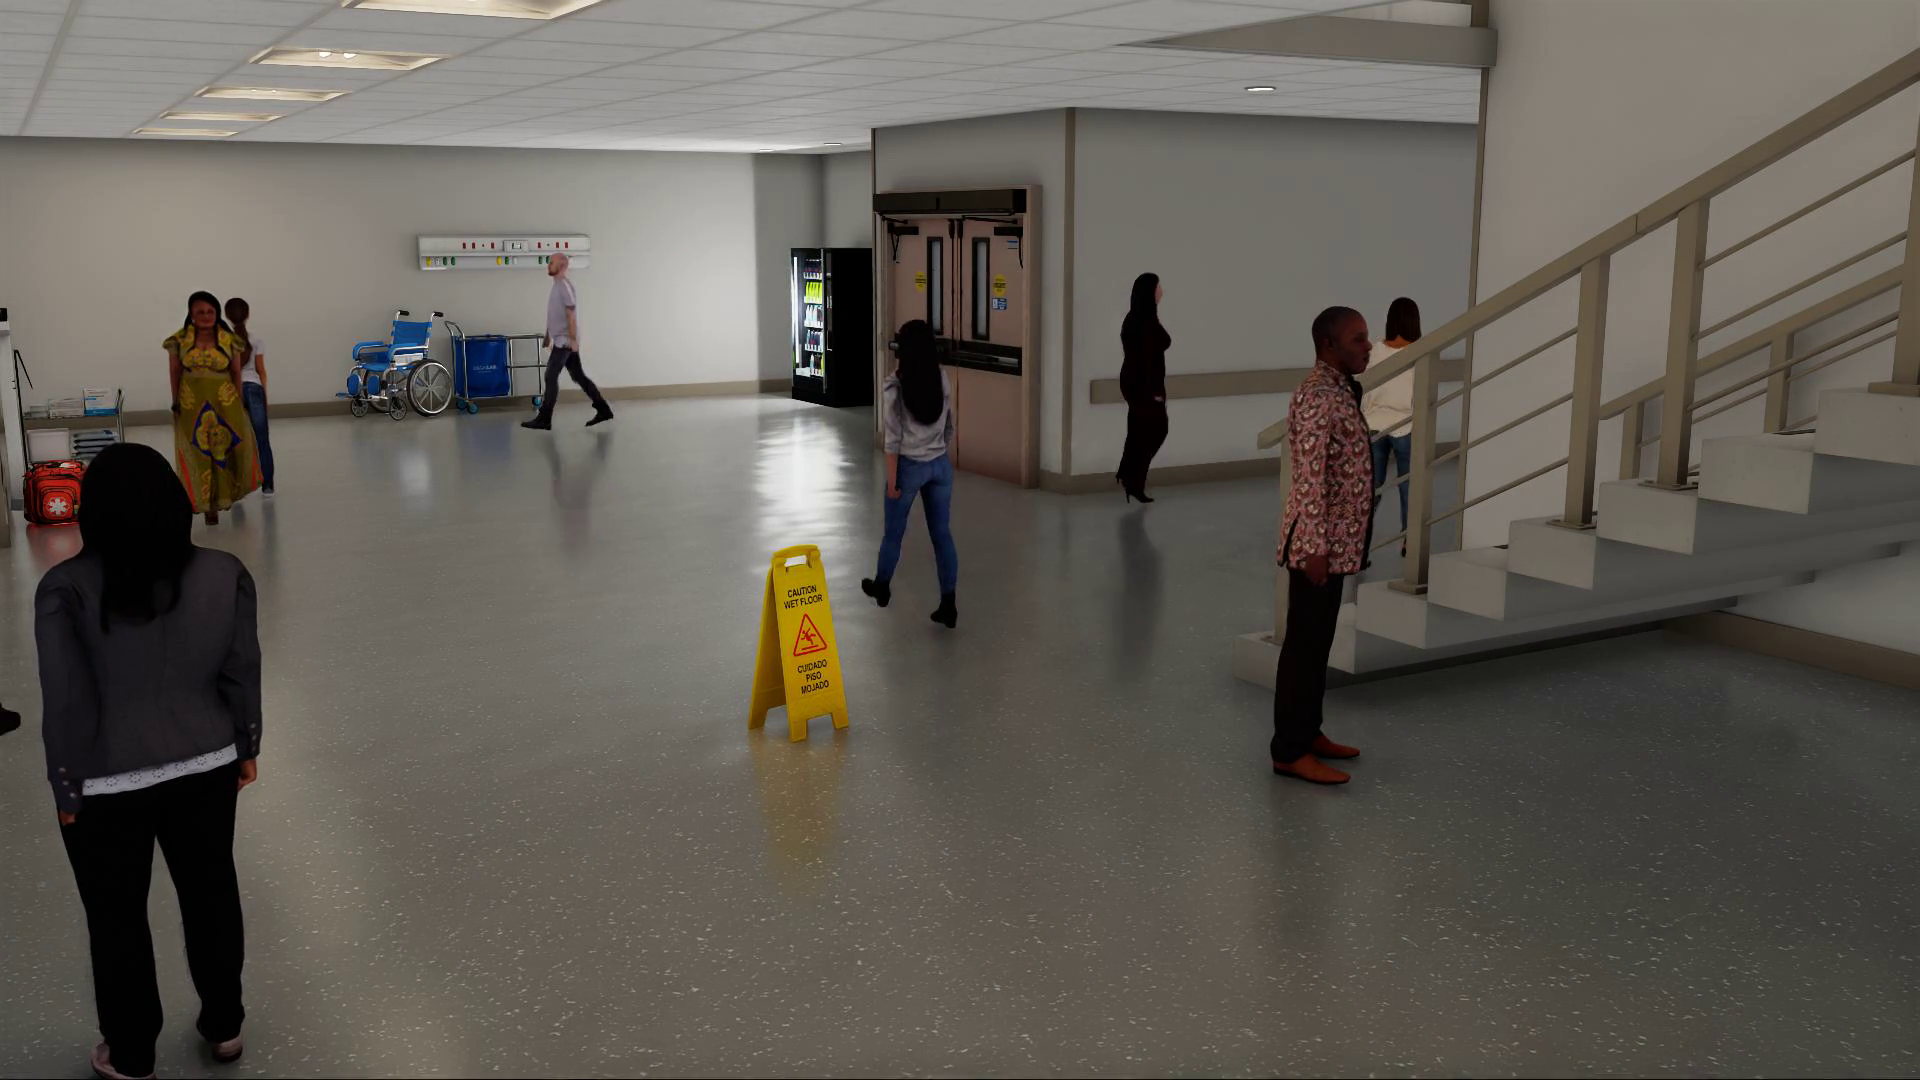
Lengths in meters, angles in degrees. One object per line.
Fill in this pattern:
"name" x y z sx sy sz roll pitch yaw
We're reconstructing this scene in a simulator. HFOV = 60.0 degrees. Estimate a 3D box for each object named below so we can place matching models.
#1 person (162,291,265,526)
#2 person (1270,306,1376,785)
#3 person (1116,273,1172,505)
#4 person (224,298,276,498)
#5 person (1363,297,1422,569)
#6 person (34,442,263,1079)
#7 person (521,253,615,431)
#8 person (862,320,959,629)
"person" -5.377 -0.947 11.877 0.771 1.645 0.989 -6 12 -28
"person" 1.392 0.001 6.446 0.812 1.807 0.783 4 12 22
"person" 1.304 -1.139 12.613 0.848 1.747 0.745 -2 11 -8
"person" -5.598 -1.114 12.995 0.547 1.556 0.543 -4 12 -22
"person" 2.606 -0.628 10.197 1.076 1.644 0.964 7 13 34
"person" -1.996 0.554 4.100 0.746 1.597 0.744 10 15 44
"person" -3.980 -2.033 17.191 0.889 1.798 1.188 -4 11 -19
"person" -0.157 -0.315 8.699 0.638 1.588 1.001 -7 13 -32
